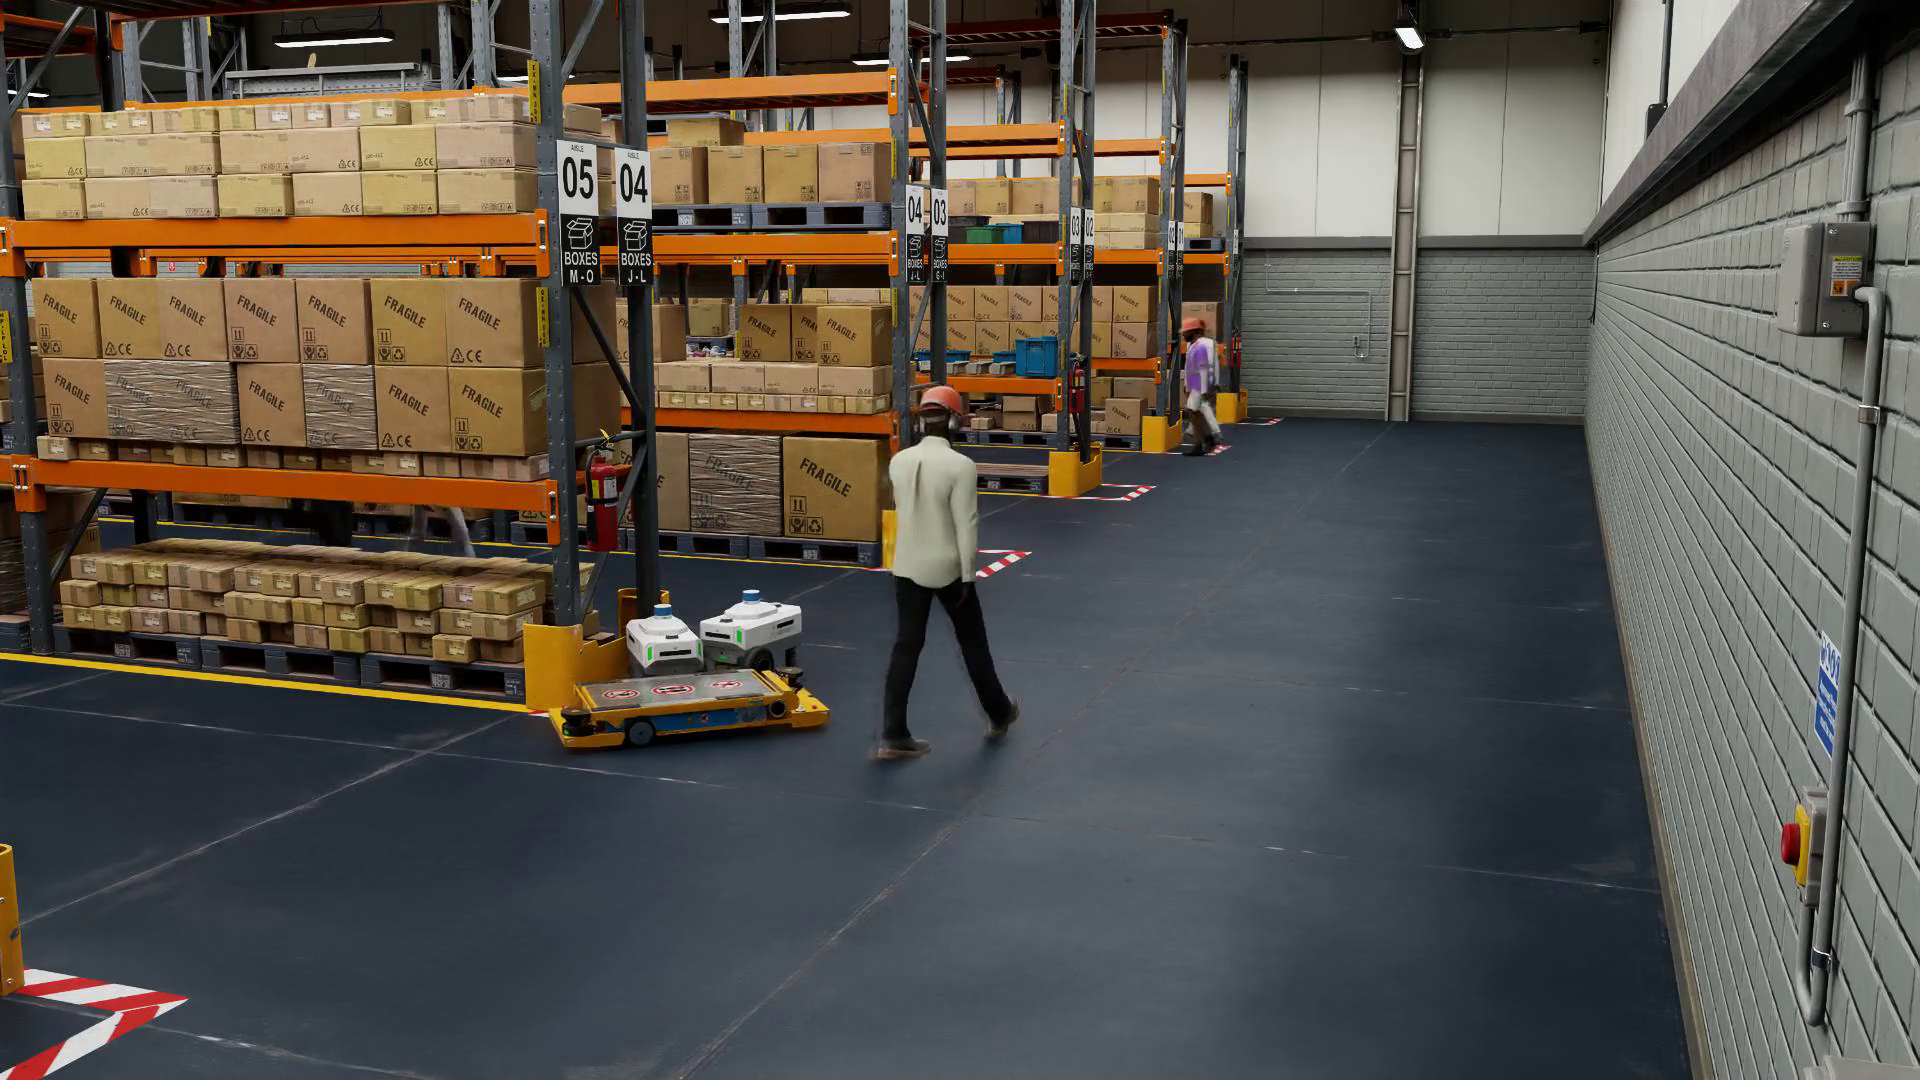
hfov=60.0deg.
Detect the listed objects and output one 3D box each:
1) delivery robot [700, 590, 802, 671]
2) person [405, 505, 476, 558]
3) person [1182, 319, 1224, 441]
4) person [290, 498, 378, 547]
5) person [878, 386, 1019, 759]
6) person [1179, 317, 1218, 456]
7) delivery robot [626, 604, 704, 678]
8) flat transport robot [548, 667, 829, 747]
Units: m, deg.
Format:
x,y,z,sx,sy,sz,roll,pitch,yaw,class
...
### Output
x,y,z,sx,sy,sz,roll,pitch,yaw,class
-1.279,0.550,10.219,0.477,0.478,0.707,5,10,28,delivery robot
-3.884,-0.389,12.448,0.962,1.822,0.541,6,11,32,person
3.621,-2.368,24.774,0.585,1.837,0.993,-7,11,-37,person
-4.525,-0.362,12.004,0.445,1.904,0.595,4,10,23,person
-0.114,0.159,8.761,0.634,1.914,1.018,7,11,36,person
3.199,-2.084,22.716,0.447,1.914,0.551,0,9,-2,person
-1.742,0.620,9.780,0.477,0.478,0.707,-3,10,-21,delivery robot
-1.499,0.908,9.162,1.431,0.197,0.652,-4,10,-21,flat transport robot
